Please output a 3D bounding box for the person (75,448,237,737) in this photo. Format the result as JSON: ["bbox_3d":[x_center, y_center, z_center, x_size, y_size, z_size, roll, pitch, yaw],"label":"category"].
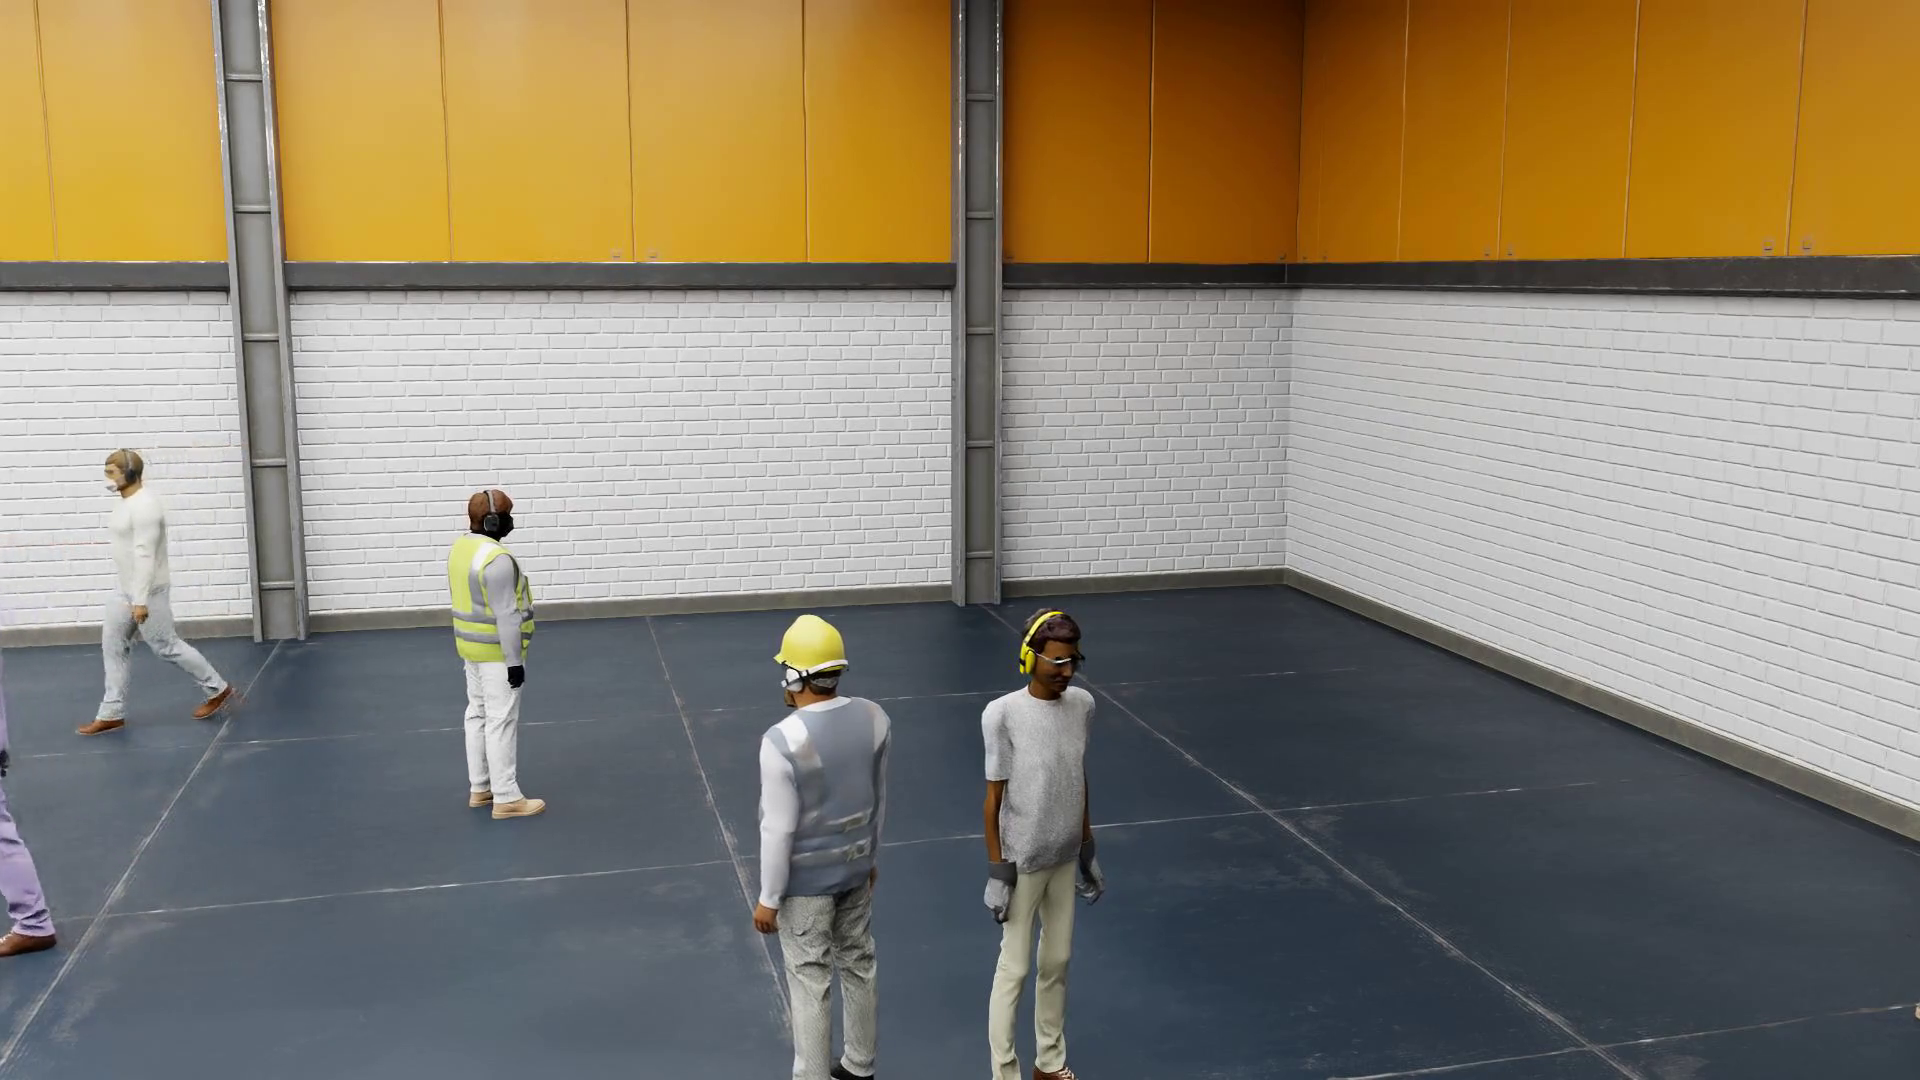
[{"bbox_3d":[-5.373,0.328,11.059,0.965,1.905,0.643,-8,12,-41],"label":"person"}]

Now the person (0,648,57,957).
[{"bbox_3d":[-4.512,0.946,7.269,0.954,1.860,0.658,-3,10,-18],"label":"person"}]

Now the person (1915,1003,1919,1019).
[{"bbox_3d":[4.070,1.051,6.574,0.362,1.883,0.575,-2,9,-10],"label":"person"}]

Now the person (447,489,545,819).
[{"bbox_3d":[-2.602,0.630,9.328,0.429,1.842,0.633,-8,12,-39],"label":"person"}]

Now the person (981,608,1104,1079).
[{"bbox_3d":[0.303,1.161,5.950,0.508,1.865,0.329,-7,12,-38],"label":"person"}]

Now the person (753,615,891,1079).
[{"bbox_3d":[-0.510,1.173,5.962,0.404,1.835,0.587,8,12,41],"label":"person"}]
